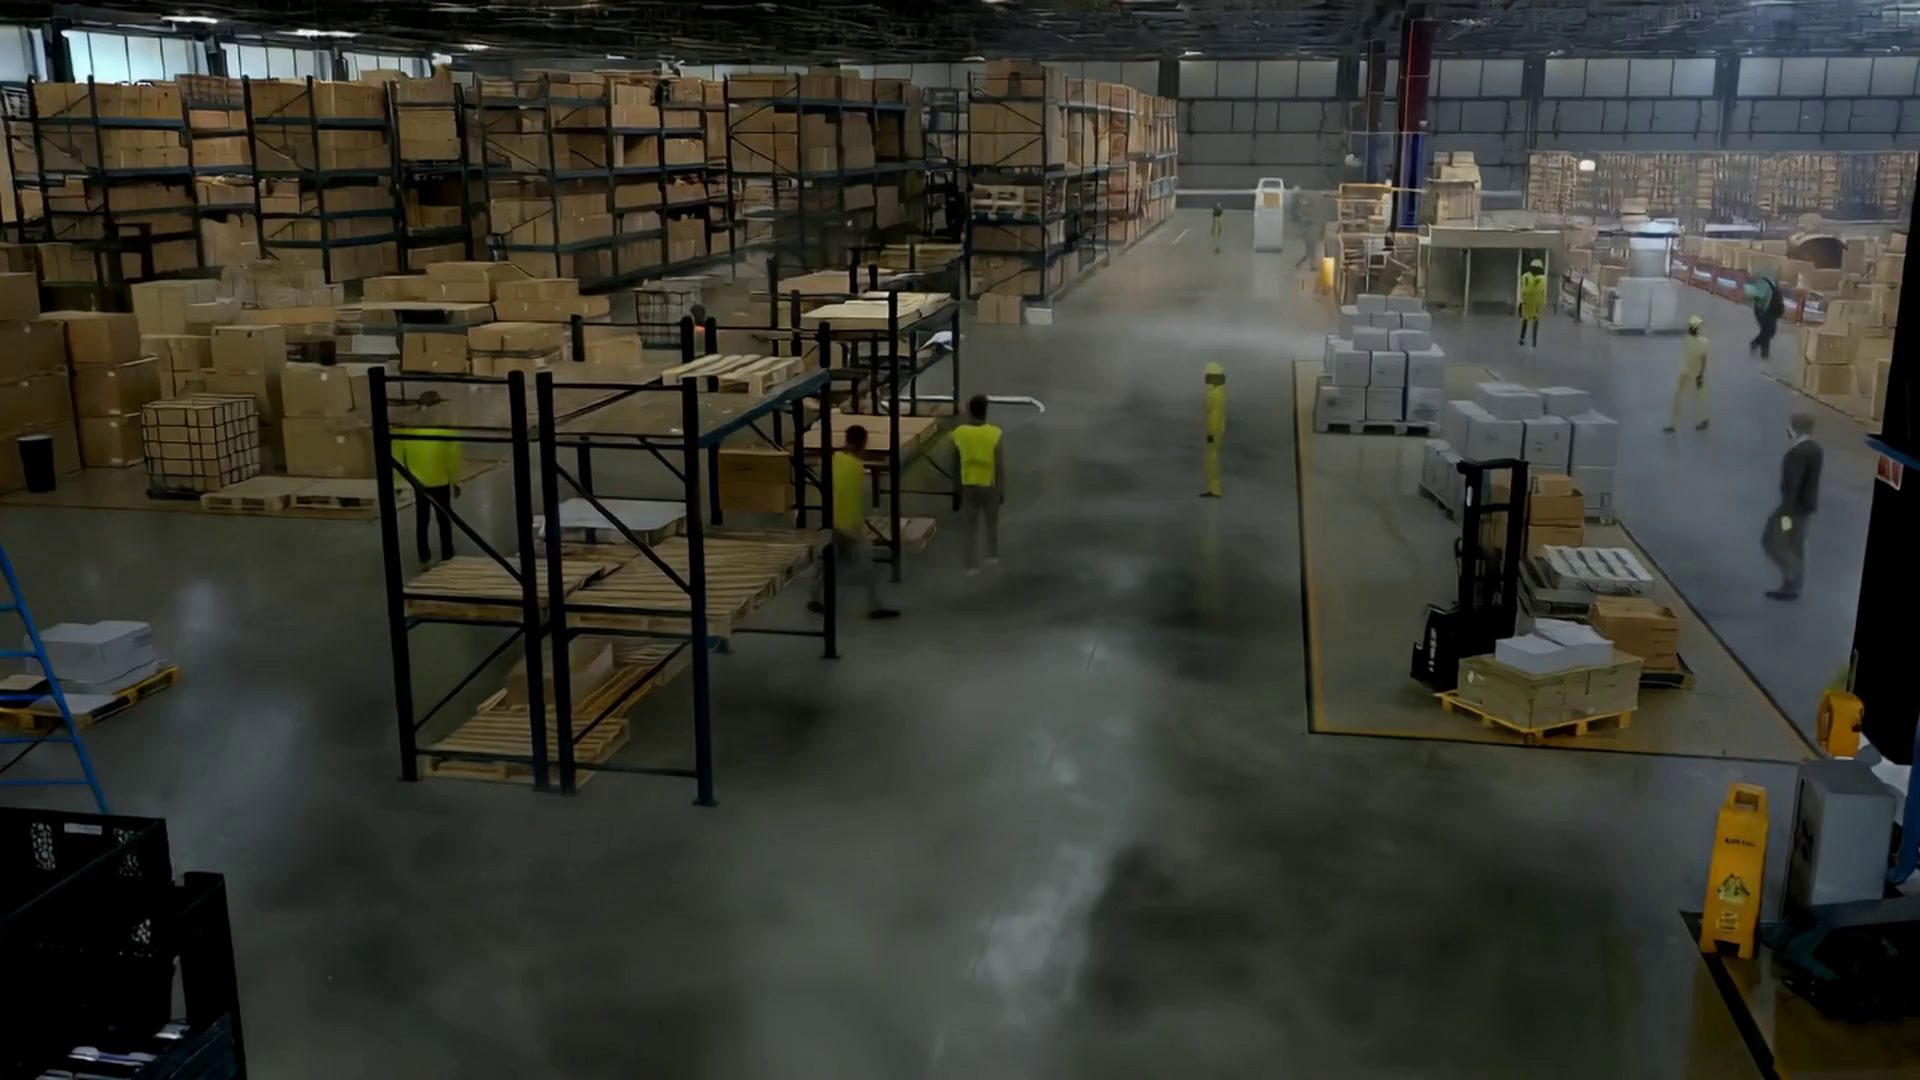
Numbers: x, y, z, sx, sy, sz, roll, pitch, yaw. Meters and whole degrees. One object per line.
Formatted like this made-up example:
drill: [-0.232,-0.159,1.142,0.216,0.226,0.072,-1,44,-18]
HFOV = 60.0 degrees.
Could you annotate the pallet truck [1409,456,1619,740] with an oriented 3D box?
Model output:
pallet truck: [4.504,0.400,13.395,0.823,1.965,1.885,-6,15,-23]

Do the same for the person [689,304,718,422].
person: [-4.090,-2.744,26.240,0.380,1.959,0.603,13,19,42]

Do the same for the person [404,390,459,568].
person: [-5.640,-0.643,17.809,0.584,1.918,0.408,3,14,11]

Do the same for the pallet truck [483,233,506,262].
pallet truck: [-11.832,-7.026,43.548,1.885,1.965,0.823,8,16,28]

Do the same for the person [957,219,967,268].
person: [0.141,-10.072,56.561,0.538,1.674,0.606,-4,14,-17]

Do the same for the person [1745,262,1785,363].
person: [16.335,-4.612,33.656,0.615,2.000,0.700,12,18,40]

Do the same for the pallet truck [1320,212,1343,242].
pallet truck: [15.874,-13.227,70.310,0.680,1.201,1.601,10,17,35]

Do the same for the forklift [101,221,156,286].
forklift: [-16.772,-5.071,33.793,1.129,2.768,1.873,3,14,10]

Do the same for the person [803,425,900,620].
person: [-1.098,-0.161,15.943,0.947,1.885,0.696,0,14,0]

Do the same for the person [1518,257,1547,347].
person: [12.400,-5.141,36.019,0.542,1.938,0.358,4,14,14]

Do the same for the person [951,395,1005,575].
person: [0.229,-0.611,17.743,0.617,1.874,0.894,4,14,16]

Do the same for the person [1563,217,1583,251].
person: [20.575,-9.935,55.827,0.603,1.776,0.987,3,14,13]

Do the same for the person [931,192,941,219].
person: [-1.310,-17.929,88.392,0.542,1.720,0.919,2,14,10]

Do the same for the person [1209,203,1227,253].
person: [9.941,-12.004,63.946,0.633,1.914,0.856,8,16,29]

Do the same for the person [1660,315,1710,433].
person: [11.408,-2.582,25.868,0.977,1.833,0.533,-7,15,-26]

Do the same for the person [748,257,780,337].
person: [-4.408,-5.492,37.674,0.931,1.819,0.527,7,15,25]

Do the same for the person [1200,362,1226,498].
person: [3.236,-1.403,21.238,0.312,1.744,0.487,5,15,18]

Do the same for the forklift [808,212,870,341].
forklift: [-2.679,-5.904,37.174,1.129,2.768,1.873,3,14,10]

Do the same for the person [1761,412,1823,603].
person: [8.223,-0.310,16.435,0.648,1.920,0.441,-13,19,-42]

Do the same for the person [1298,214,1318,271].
person: [11.763,-10.006,55.876,0.663,1.886,0.663,6,15,24]

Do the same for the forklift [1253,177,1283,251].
forklift: [12.083,-12.747,64.956,1.129,2.768,1.873,3,14,10]

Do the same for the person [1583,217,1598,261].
person: [22.197,-10.580,58.664,0.537,1.666,0.800,-1,14,-6]

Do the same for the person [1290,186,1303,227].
person: [16.327,-16.133,80.584,0.612,1.972,0.469,-4,14,-17]

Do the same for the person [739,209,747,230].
person: [-8.572,-12.145,65.106,0.635,1.615,0.523,3,14,12]
